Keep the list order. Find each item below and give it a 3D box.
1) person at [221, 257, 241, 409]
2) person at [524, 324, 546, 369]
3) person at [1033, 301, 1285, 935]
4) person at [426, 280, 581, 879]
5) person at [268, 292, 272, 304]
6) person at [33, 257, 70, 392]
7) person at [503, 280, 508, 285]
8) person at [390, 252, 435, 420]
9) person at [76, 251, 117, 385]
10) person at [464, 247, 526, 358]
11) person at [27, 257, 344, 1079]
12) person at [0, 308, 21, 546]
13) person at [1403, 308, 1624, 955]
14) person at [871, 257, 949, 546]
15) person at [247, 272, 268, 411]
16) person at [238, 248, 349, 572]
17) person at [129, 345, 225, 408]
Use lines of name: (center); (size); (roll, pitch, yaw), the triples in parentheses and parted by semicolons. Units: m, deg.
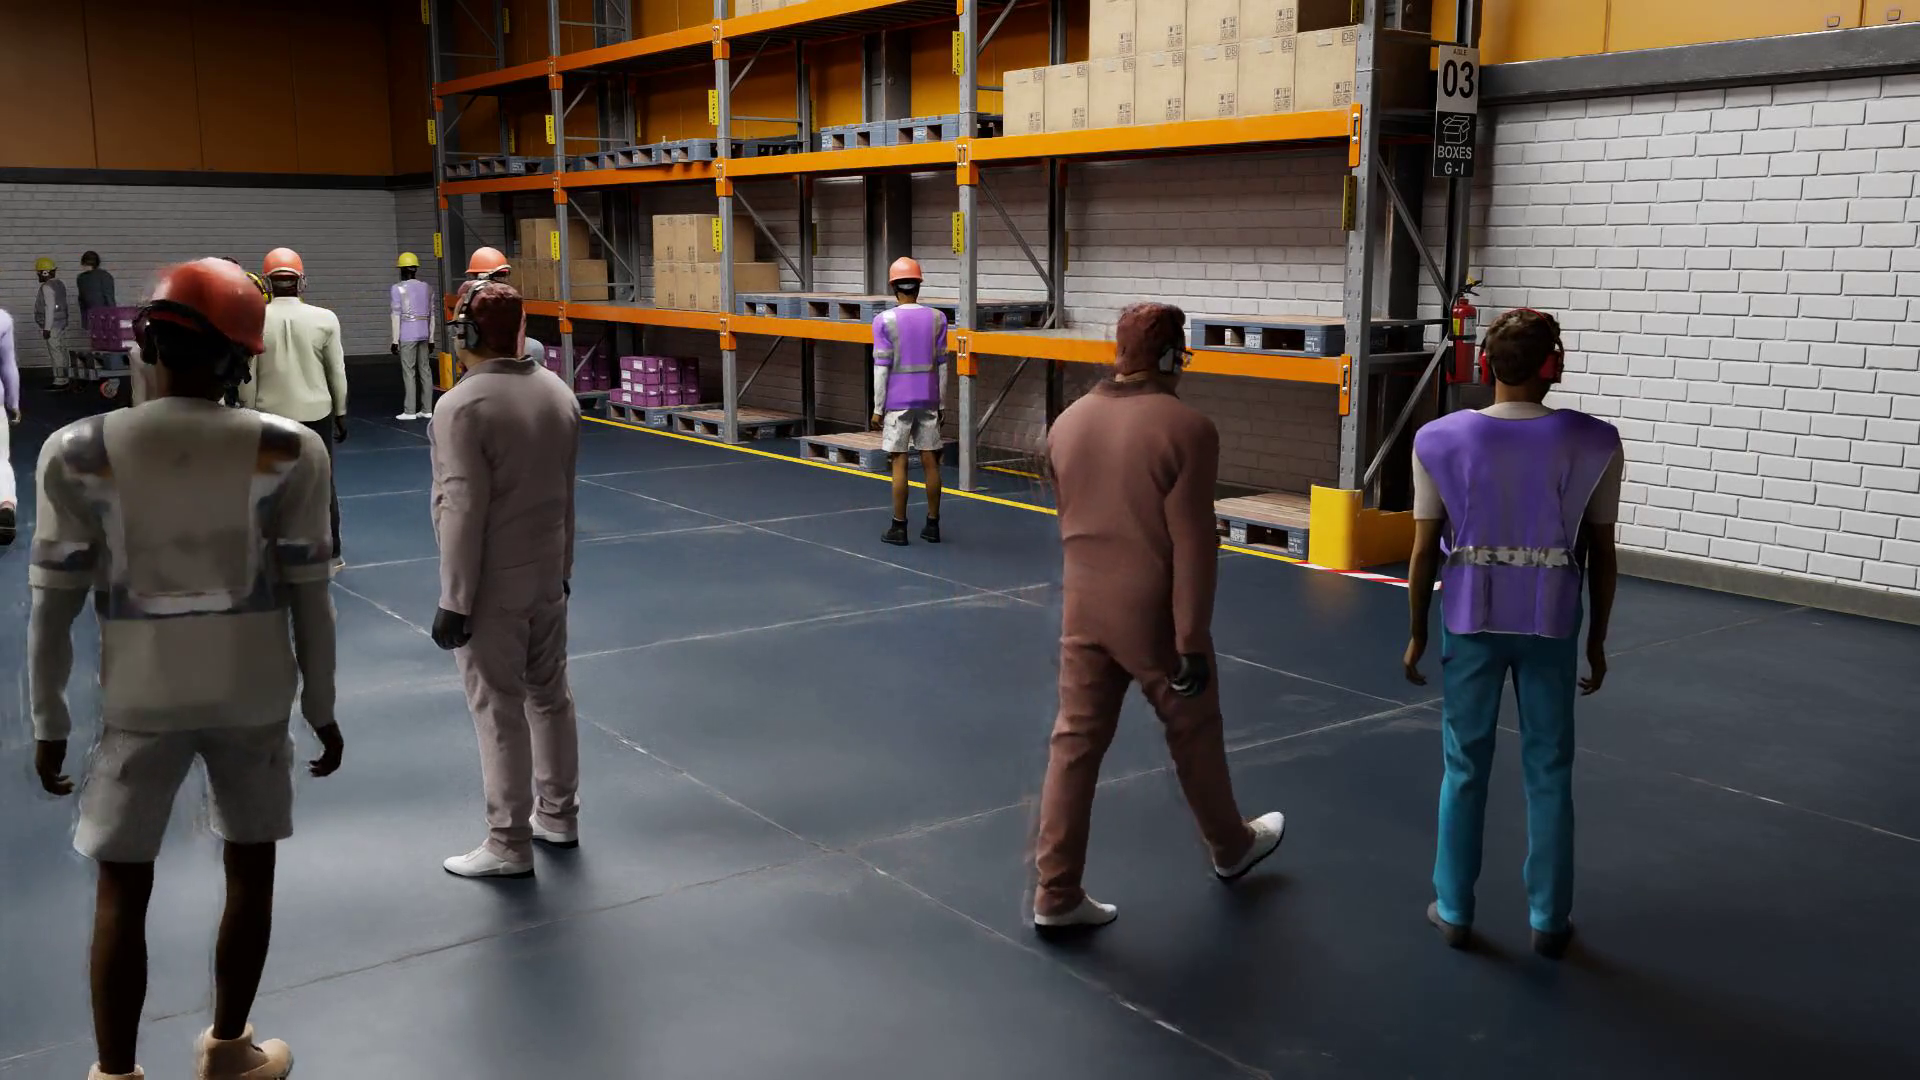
person: (-5.986, -1.360, 13.694); (0.582, 1.911, 0.392); (0, 10, -3)
person: (-3.167, -0.881, 11.763); (0.499, 1.634, 0.285); (0, 10, 2)
person: (0.576, 0.219, 5.002); (1.025, 1.843, 0.654); (-10, 14, -44)
person: (-1.481, 0.128, 5.352); (0.404, 1.906, 0.651); (4, 11, 20)
person: (-6.089, -1.429, 14.726); (0.791, 1.657, 0.546); (-2, 10, -11)
person: (-12.449, -2.951, 22.797); (0.403, 1.834, 0.586); (-2, 10, -13)
person: (-5.406, -2.276, 19.618); (0.284, 1.624, 0.500); (10, 14, 44)
person: (-6.294, -2.337, 19.133); (0.390, 1.922, 0.589); (6, 12, 32)
person: (-12.265, -3.142, 23.658); (0.708, 1.907, 0.540); (5, 11, 26)
person: (-3.193, -1.010, 11.477); (0.396, 1.992, 0.623); (2, 10, 10)
person: (-1.768, 0.370, 3.781); (0.703, 1.998, 0.615); (-4, 11, -21)
person: (-6.529, -0.882, 10.986); (0.634, 1.915, 0.823); (-8, 13, -38)
person: (1.552, 0.273, 4.722); (0.564, 1.839, 0.396); (3, 11, 16)
person: (-0.346, -0.924, 11.185); (0.542, 1.928, 0.374); (-4, 11, -23)
person: (-4.506, -0.763, 10.526); (0.572, 1.837, 0.568); (-7, 12, -35)
person: (-4.055, -0.771, 10.139); (0.622, 1.992, 0.386); (-5, 11, -24)
person: (-4.717, -0.643, 10.085); (0.527, 1.760, 0.339); (-2, 10, -11)
